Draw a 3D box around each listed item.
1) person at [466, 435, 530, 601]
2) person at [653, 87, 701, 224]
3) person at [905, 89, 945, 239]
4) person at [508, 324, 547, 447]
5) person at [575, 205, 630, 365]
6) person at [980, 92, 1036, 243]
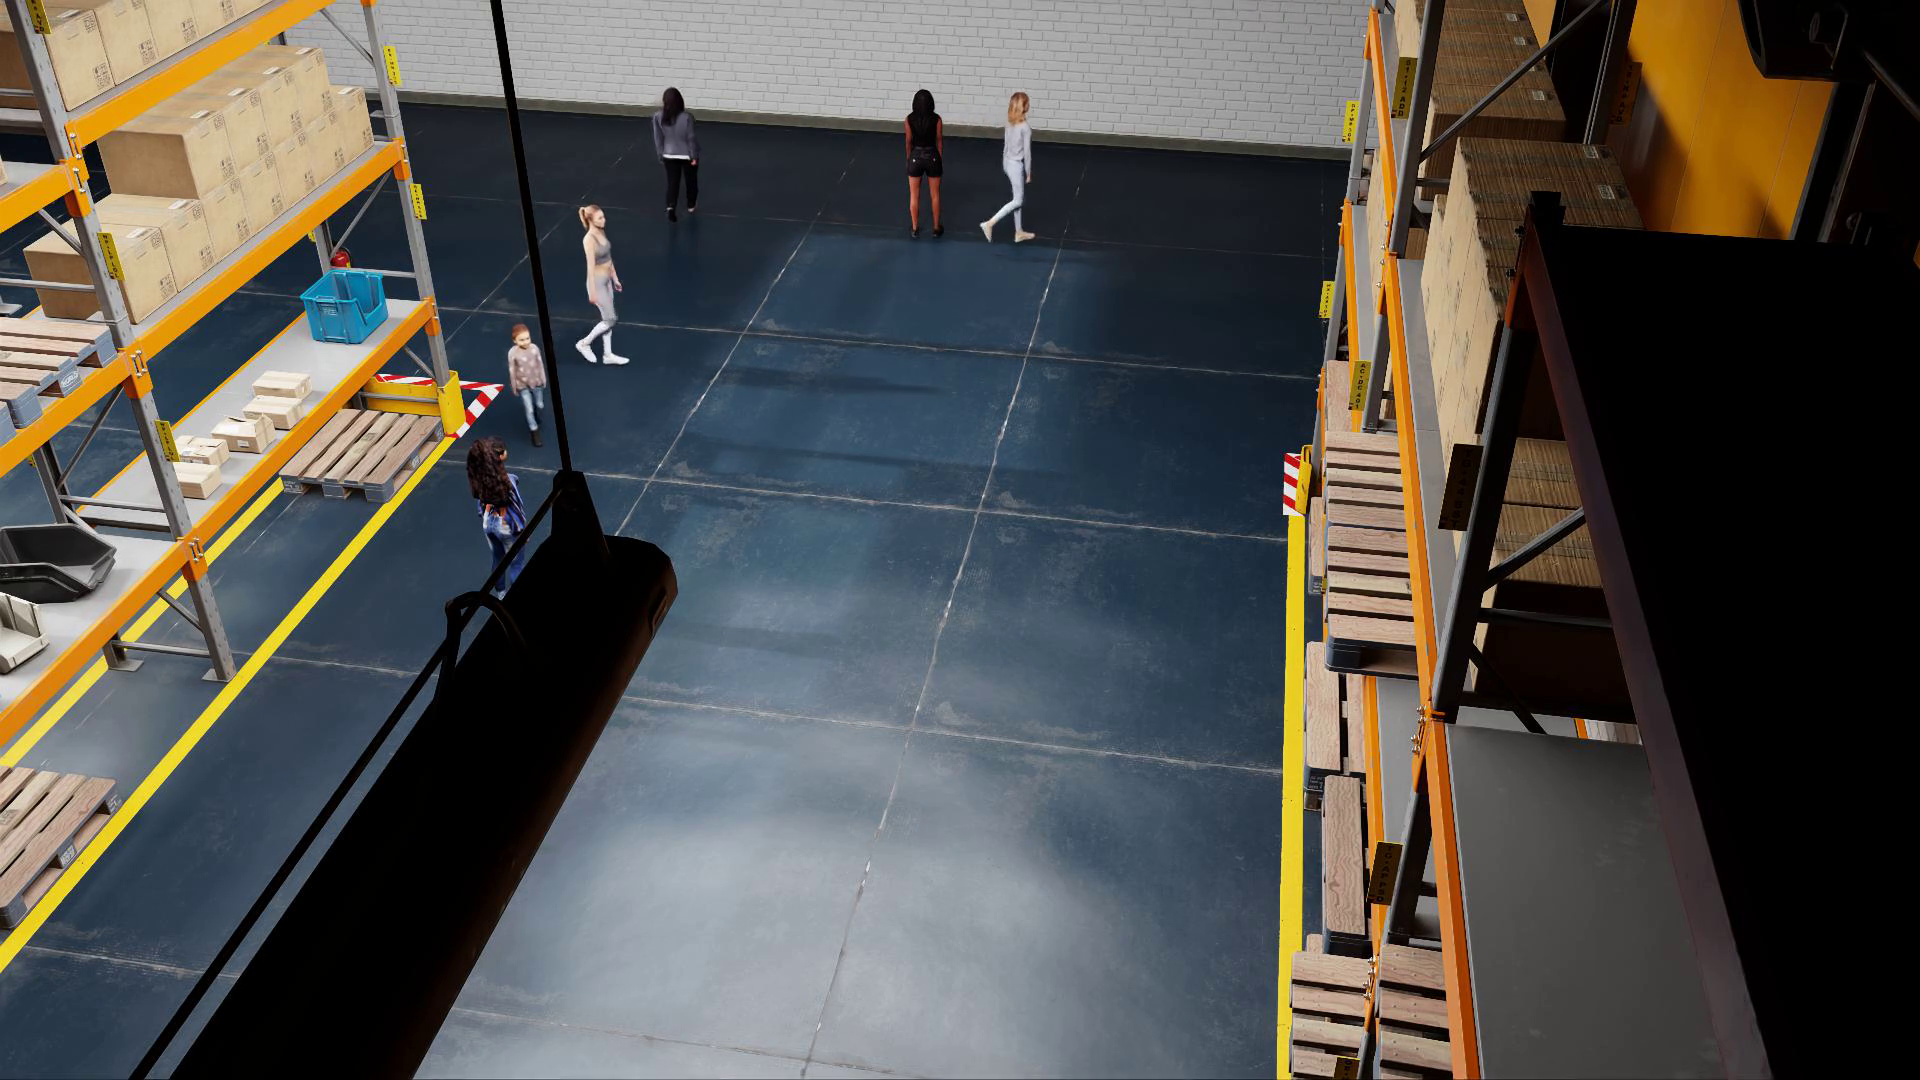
[{"bbox_3d":[-3.531,-0.096,12.860,0.684,1.620,0.664,18,38,25],"label":"person"},{"bbox_3d":[-3.318,-4.511,19.543,0.701,1.575,0.963,4,34,5],"label":"person"},{"bbox_3d":[-0.408,-4.328,19.117,0.627,1.741,0.577,0,34,-1],"label":"person"},{"bbox_3d":[-3.993,-1.465,15.310,0.684,1.188,0.763,-17,37,-24],"label":"person"},{"bbox_3d":[-3.626,-2.506,16.420,0.653,1.692,0.682,4,34,5],"label":"person"},{"bbox_3d":[0.555,-4.164,18.845,1.036,1.770,1.020,-17,37,-24],"label":"person"}]
